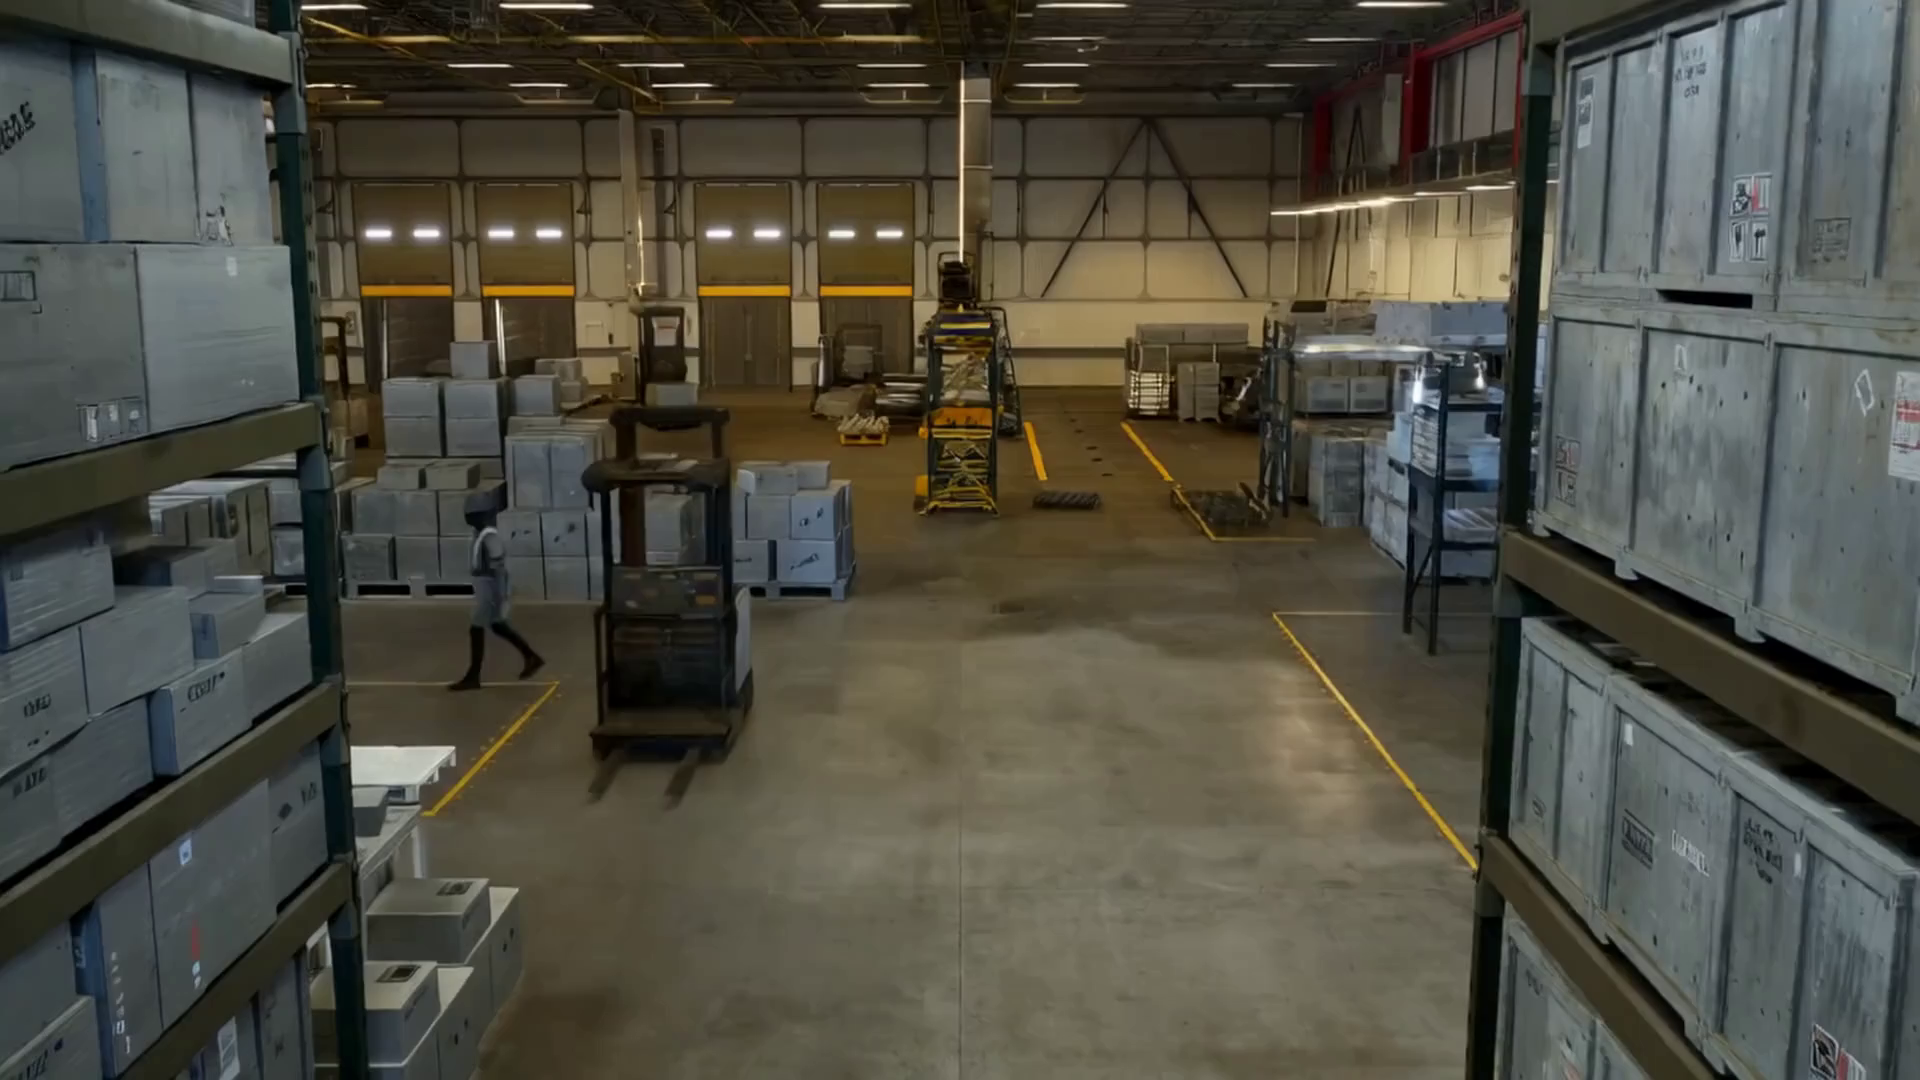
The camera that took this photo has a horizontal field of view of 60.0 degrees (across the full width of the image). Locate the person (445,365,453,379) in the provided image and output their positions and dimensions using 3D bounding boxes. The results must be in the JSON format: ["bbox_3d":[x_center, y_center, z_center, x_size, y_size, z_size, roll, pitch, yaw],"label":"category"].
[{"bbox_3d":[-11.069,-3.199,36.927,0.646,1.911,0.757,-4,11,-23],"label":"person"}]

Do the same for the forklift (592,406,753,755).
[{"bbox_3d":[-2.441,0.246,14.284,1.129,2.768,1.873,0,10,1],"label":"forklift"}]

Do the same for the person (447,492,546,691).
[{"bbox_3d":[-4.433,0.469,15.874,0.925,1.902,0.571,-6,11,-30],"label":"person"}]

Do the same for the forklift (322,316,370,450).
[{"bbox_3d":[-12.995,-3.188,34.094,1.129,2.768,1.873,0,10,-1],"label":"forklift"}]

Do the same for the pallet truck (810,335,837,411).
[{"bbox_3d":[-3.021,-4.312,43.126,1.885,1.965,0.823,3,10,17],"label":"pallet truck"}]

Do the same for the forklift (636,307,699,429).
[{"bbox_3d":[-6.959,-4.092,39.311,1.129,2.768,1.873,-5,11,-25],"label":"forklift"}]
